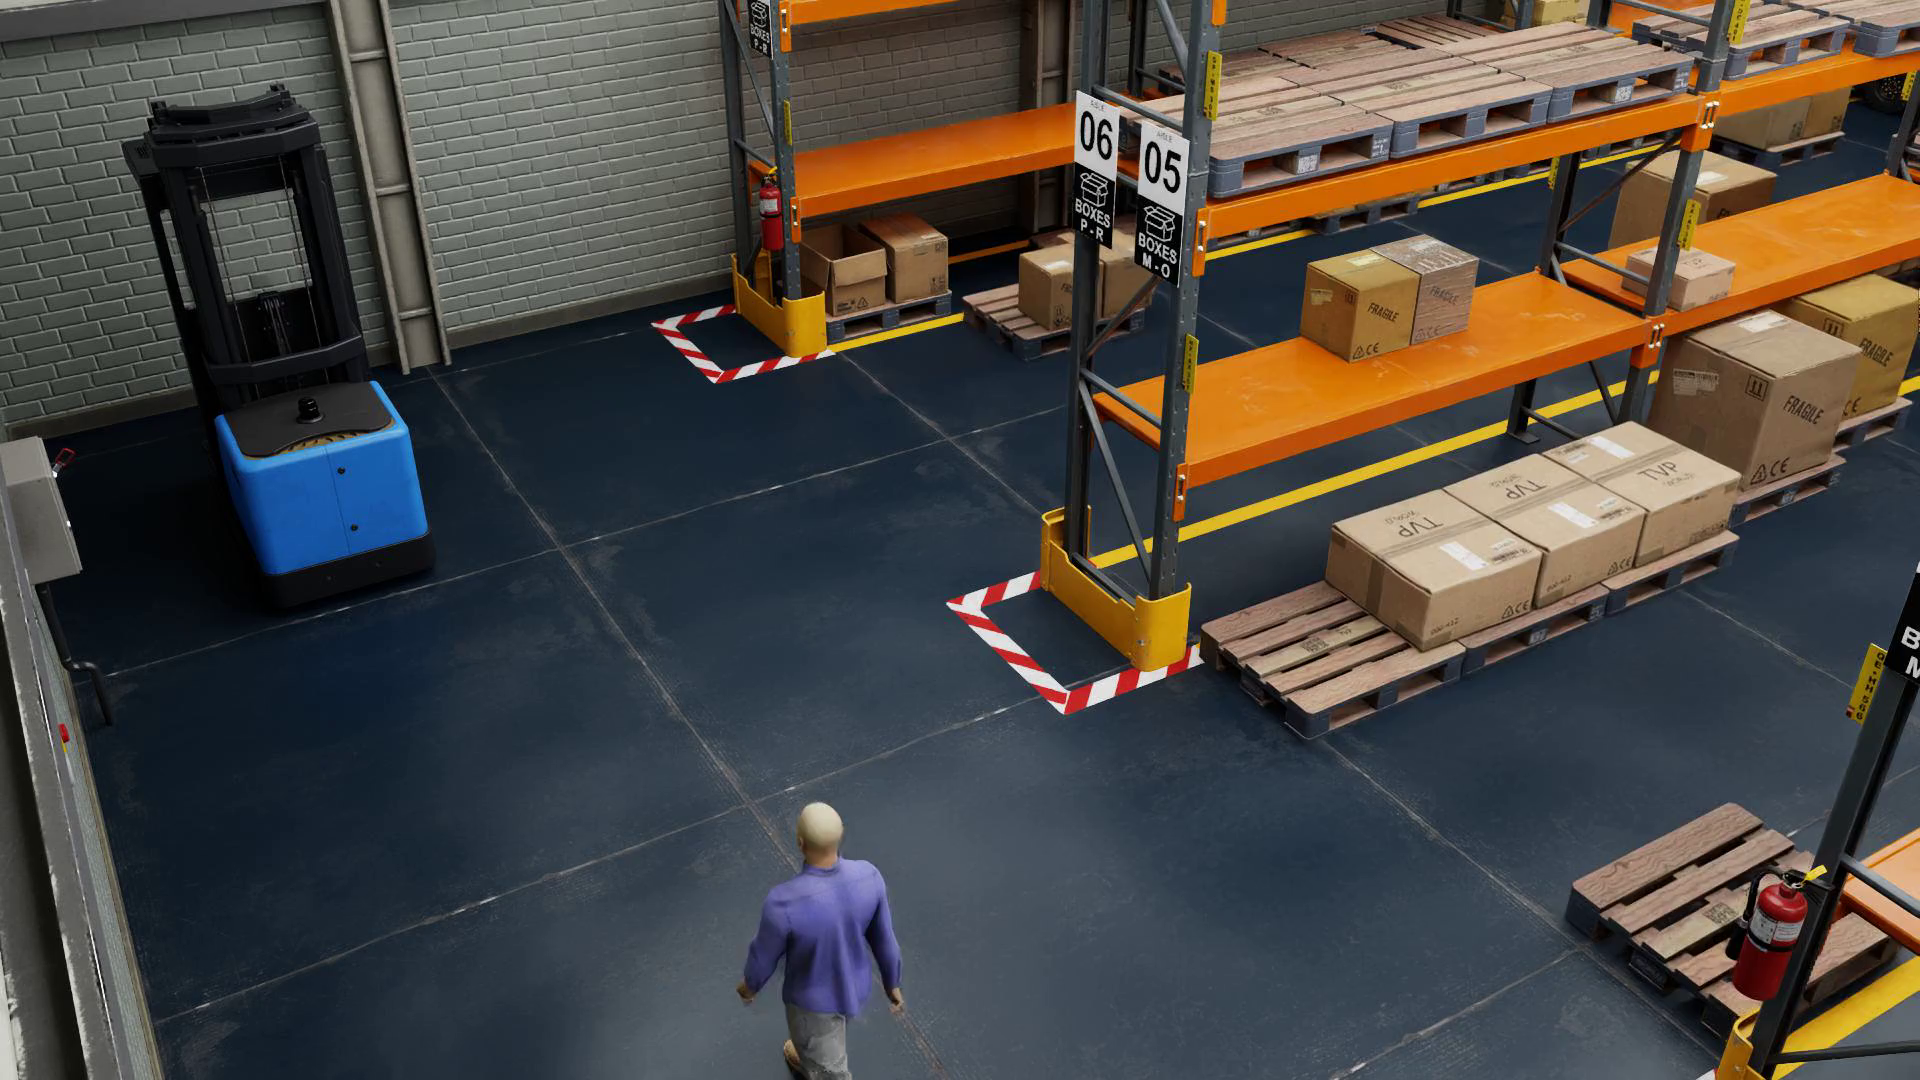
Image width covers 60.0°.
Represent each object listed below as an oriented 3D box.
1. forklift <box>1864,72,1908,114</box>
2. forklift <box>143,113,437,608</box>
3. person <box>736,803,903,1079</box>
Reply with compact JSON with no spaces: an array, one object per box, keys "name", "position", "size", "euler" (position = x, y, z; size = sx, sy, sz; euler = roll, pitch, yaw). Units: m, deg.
[{"name":"forklift","position":[11.468,-5.645,18.244],"size":[1.214,2.155,2.313],"euler":[-17,36,-26]},{"name":"forklift","position":[-4.289,-1.259,10.509],"size":[1.129,2.768,1.873],"euler":[-17,36,-26]},{"name":"person","position":[-0.512,1.805,6.618],"size":[0.578,1.749,0.984],"euler":[-20,37,-29]}]
